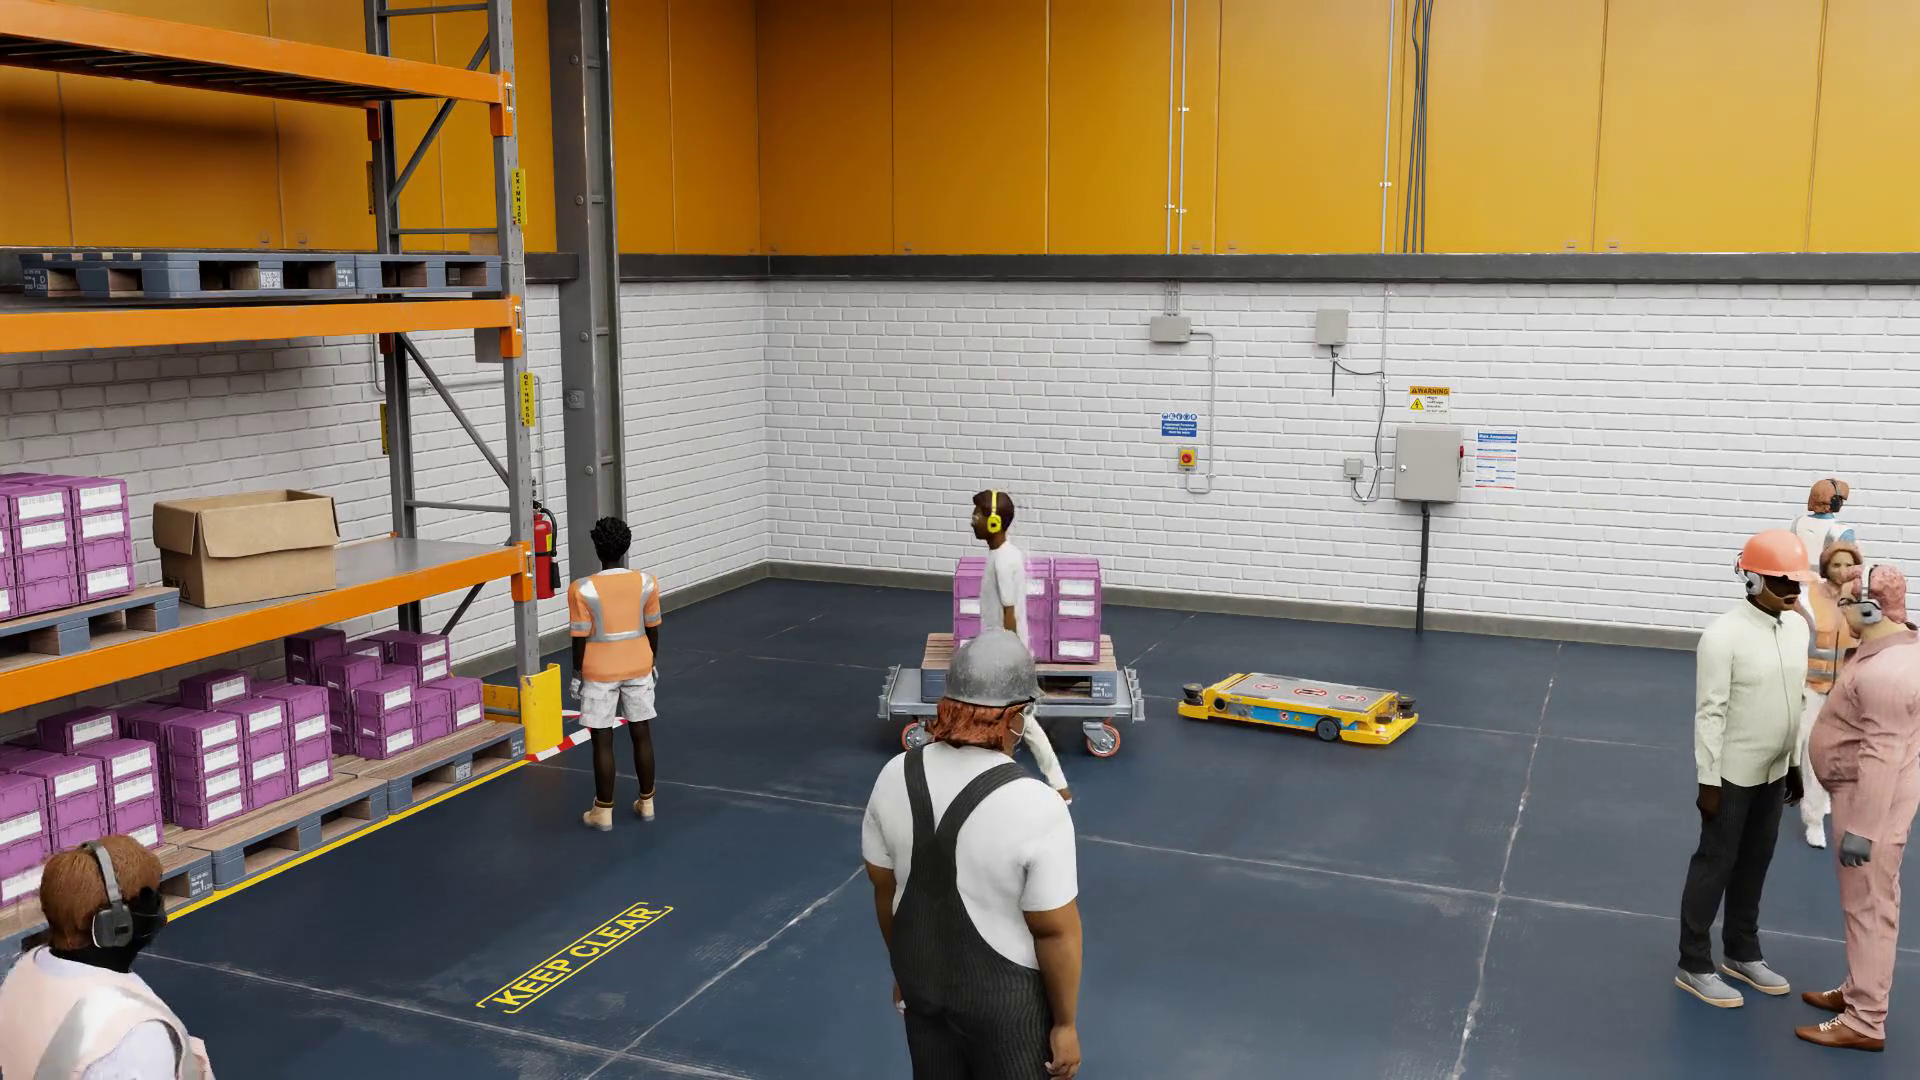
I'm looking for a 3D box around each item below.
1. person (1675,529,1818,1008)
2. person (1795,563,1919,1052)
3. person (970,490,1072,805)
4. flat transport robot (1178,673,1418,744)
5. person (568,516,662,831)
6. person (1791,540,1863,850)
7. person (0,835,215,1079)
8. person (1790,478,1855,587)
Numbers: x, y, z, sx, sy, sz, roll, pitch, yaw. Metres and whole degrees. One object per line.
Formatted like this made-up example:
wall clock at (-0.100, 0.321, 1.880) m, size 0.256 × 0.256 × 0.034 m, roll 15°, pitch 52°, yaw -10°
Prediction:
person at (3.250, 0.932, 6.826) m, size 0.607 × 1.987 × 0.409 m, roll -5°, pitch 11°, yaw -30°
person at (3.509, 1.030, 6.474) m, size 0.401 × 1.901 × 0.640 m, roll 6°, pitch 11°, yaw 33°
person at (0.182, 0.622, 9.207) m, size 0.958 × 1.816 × 0.535 m, roll 1°, pitch 9°, yaw 6°
flat transport robot at (2.236, 1.092, 11.019) m, size 1.431 × 0.197 × 0.652 m, roll 6°, pitch 11°, yaw 31°
person at (-1.861, 0.717, 8.983) m, size 0.540 × 1.696 × 0.316 m, roll -7°, pitch 12°, yaw -36°
person at (4.678, 0.774, 8.946) m, size 0.527 × 1.591 × 0.889 m, roll 3°, pitch 10°, yaw 17°
person at (-1.893, 1.540, 3.705) m, size 0.978 × 1.799 × 0.634 m, roll -8°, pitch 12°, yaw -41°
person at (5.691, 0.408, 11.026) m, size 0.308 × 1.641 × 0.515 m, roll -3°, pitch 10°, yaw -19°
